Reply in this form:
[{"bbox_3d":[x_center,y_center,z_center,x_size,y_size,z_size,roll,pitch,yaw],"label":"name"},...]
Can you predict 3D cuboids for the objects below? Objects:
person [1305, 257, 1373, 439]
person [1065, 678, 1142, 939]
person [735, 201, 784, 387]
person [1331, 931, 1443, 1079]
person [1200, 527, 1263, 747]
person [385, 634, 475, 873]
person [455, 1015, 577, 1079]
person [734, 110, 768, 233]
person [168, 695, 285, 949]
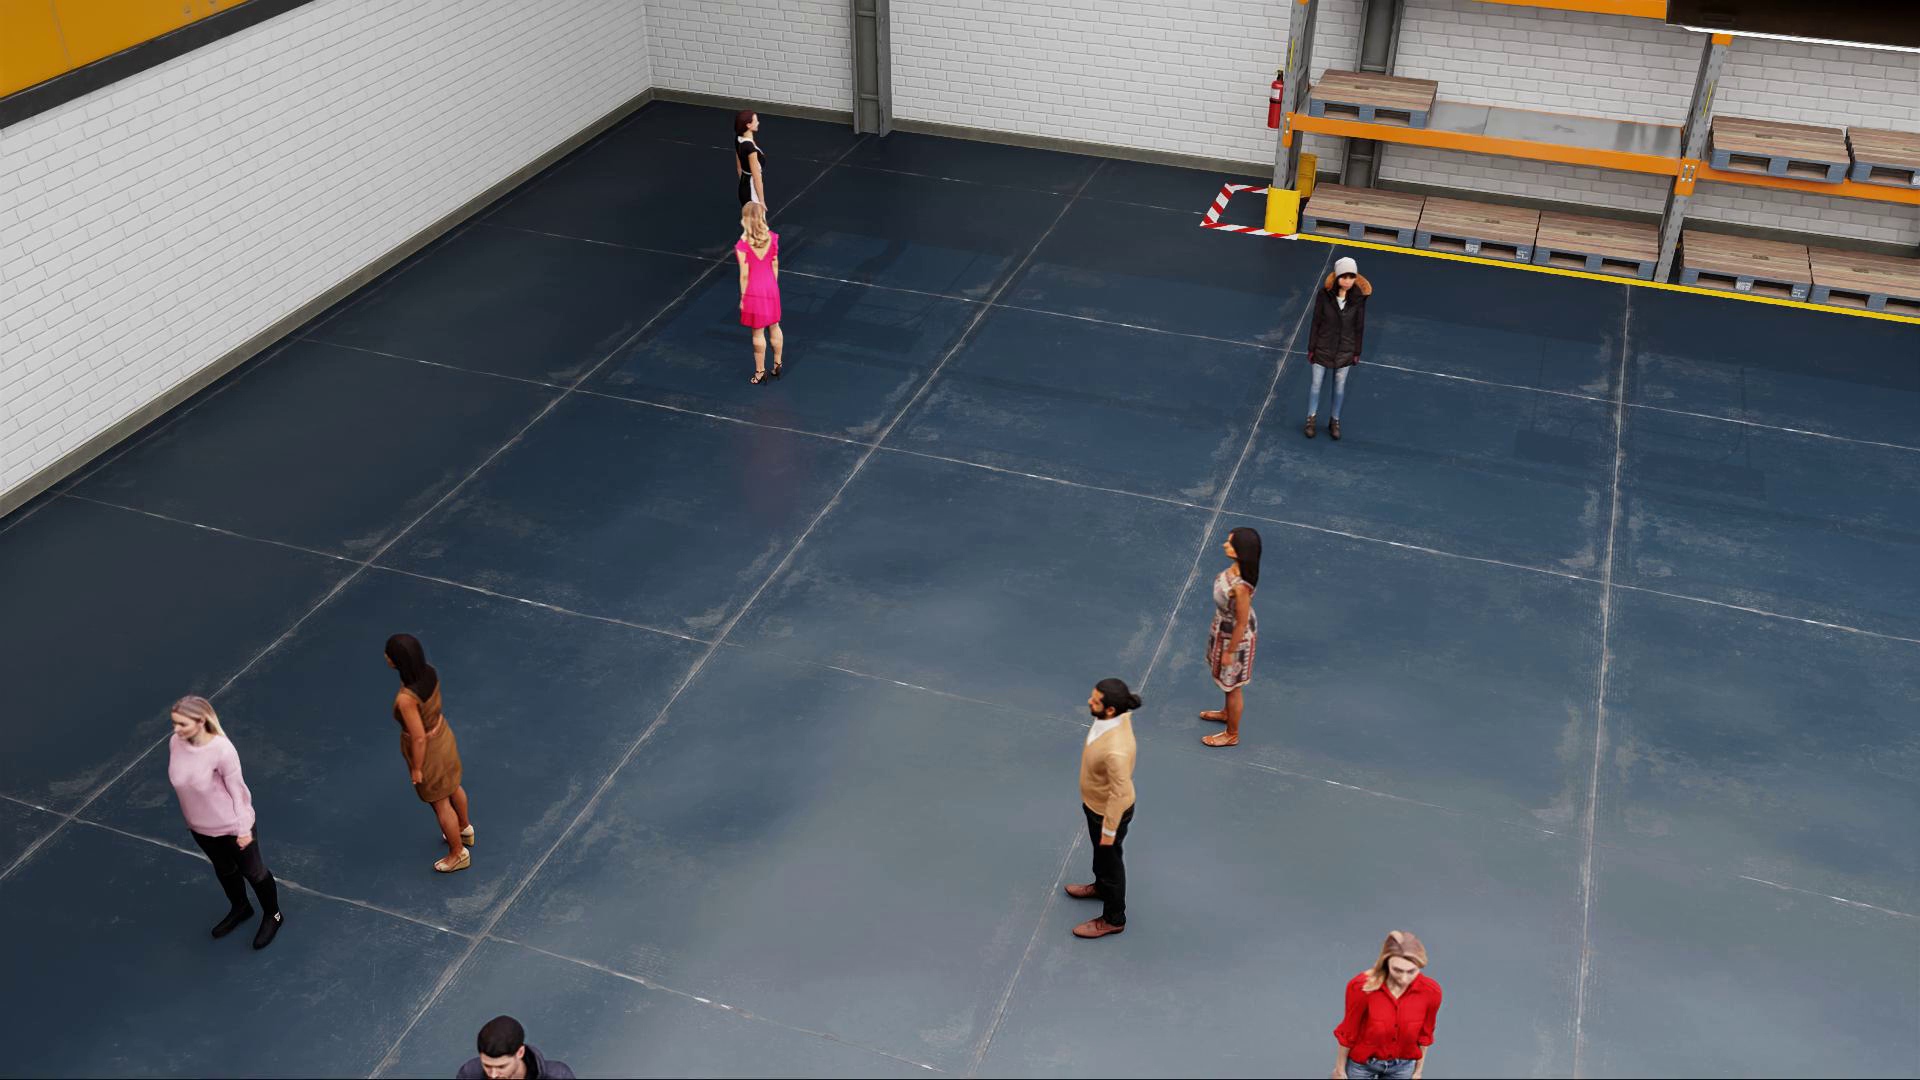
[{"bbox_3d":[3.164,-1.640,14.075,0.608,1.636,0.738,4,34,6],"label":"person"},{"bbox_3d":[0.820,1.475,9.282,0.721,1.753,0.740,-3,34,-4],"label":"person"},{"bbox_3d":[-1.774,-2.201,14.836,0.659,1.729,0.688,-24,40,-31],"label":"person"},{"bbox_3d":[1.976,2.459,7.846,0.569,1.705,0.737,0,34,0],"label":"person"},{"bbox_3d":[1.765,0.609,10.684,0.608,1.645,0.696,4,34,6],"label":"person"},{"bbox_3d":[-3.091,1.237,9.700,0.626,1.688,0.637,-1,34,-2],"label":"person"},{"bbox_3d":[-1.871,2.728,7.270,0.650,1.894,0.810,-1,34,-2],"label":"person"},{"bbox_3d":[-2.075,-3.413,16.598,0.699,1.796,0.620,-18,37,-24],"label":"person"},{"bbox_3d":[-4.099,1.540,9.243,0.470,1.688,0.651,11,35,15],"label":"person"}]
